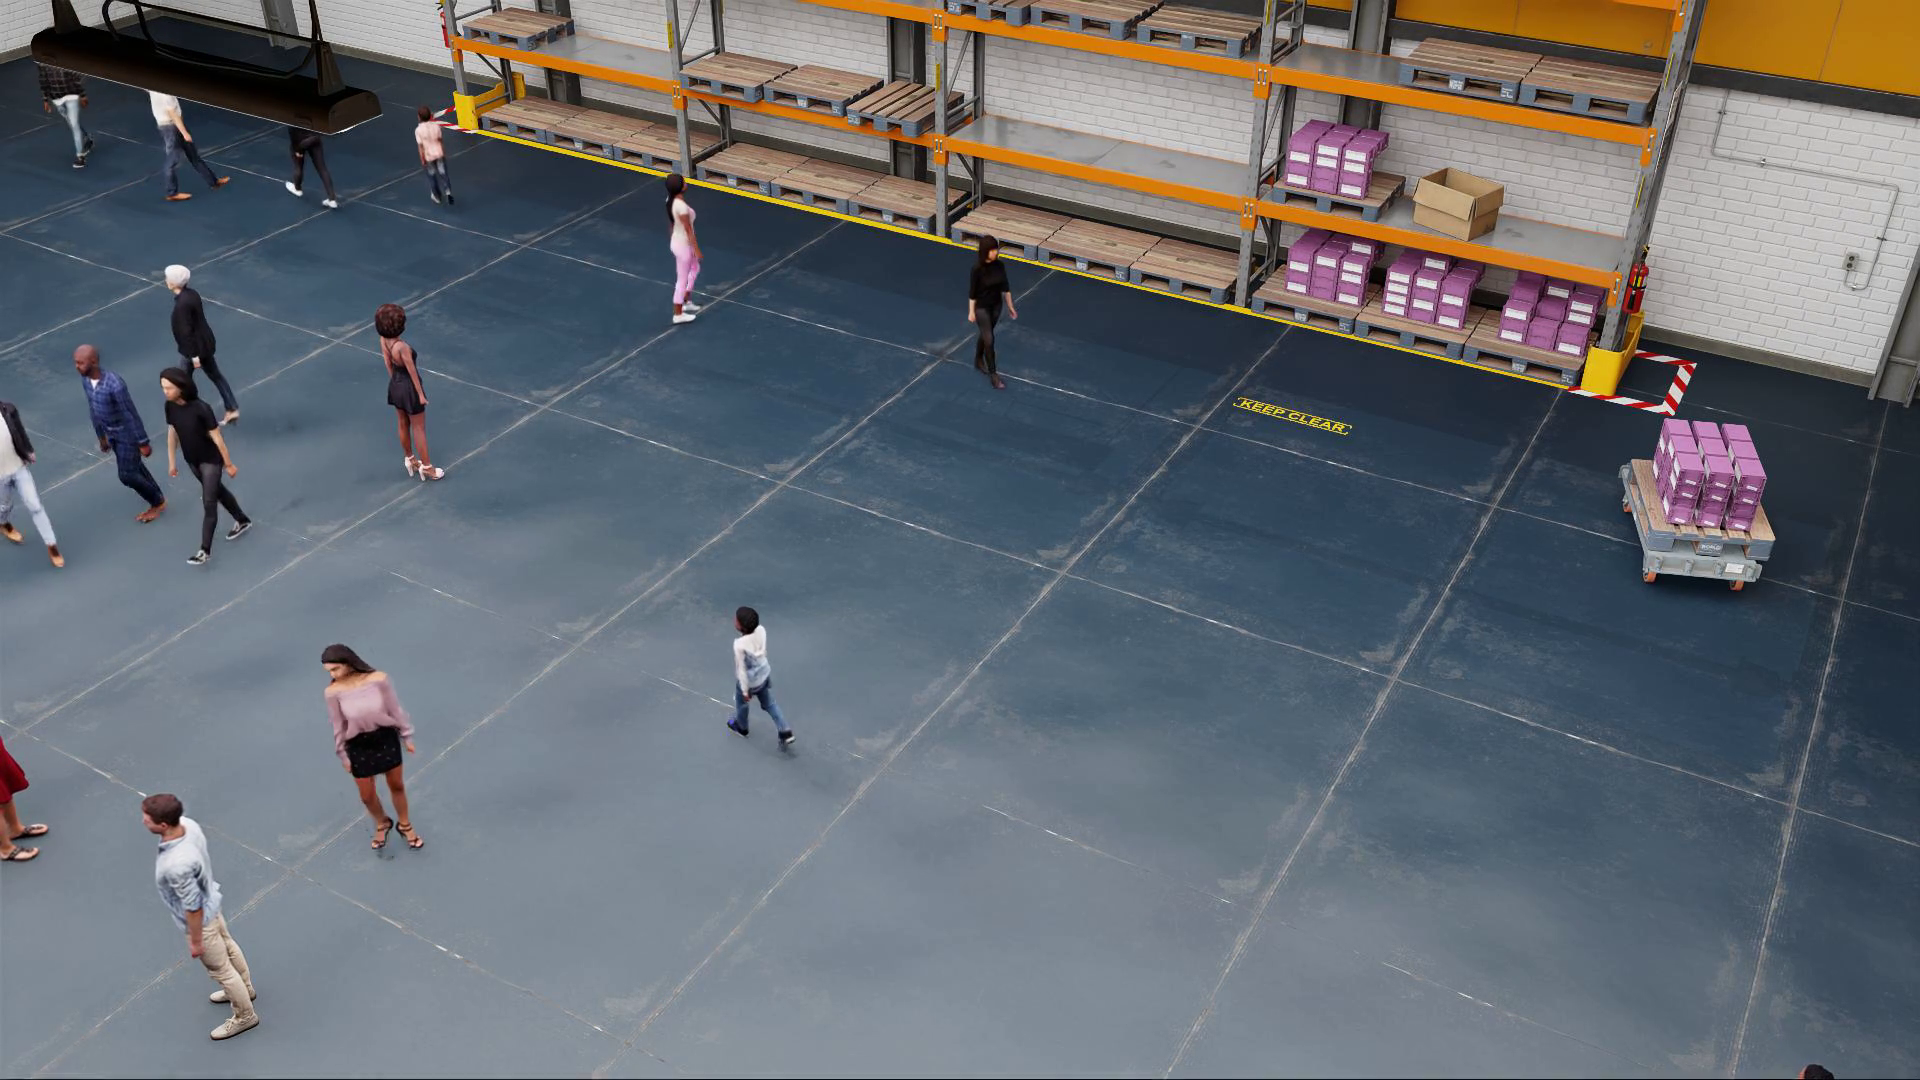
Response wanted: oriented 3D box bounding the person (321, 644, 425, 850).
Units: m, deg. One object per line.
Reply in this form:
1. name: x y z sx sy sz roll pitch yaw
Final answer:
1. person: -3.990 1.410 11.351 0.743 1.797 0.743 -23 40 -30

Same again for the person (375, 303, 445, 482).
1. person: -5.176 -1.373 15.546 0.511 1.789 0.651 23 40 31

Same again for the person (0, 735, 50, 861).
1. person: -6.680 1.529 11.394 0.744 1.551 0.684 -5 34 -8

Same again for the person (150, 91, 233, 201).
1. person: -10.218 -5.240 21.329 1.131 1.827 1.141 -14 36 -20

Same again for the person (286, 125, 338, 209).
1. person: -8.241 -5.001 21.137 1.168 1.642 0.745 24 41 32

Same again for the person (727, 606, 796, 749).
1. person: -1.498 1.035 12.414 0.890 1.245 0.595 27 42 34

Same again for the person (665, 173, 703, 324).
1. person: -3.138 -3.193 18.341 0.778 1.725 0.720 -15 36 -21

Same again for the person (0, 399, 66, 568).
1. person: -8.332 -0.641 14.429 1.222 1.807 0.856 24 41 32

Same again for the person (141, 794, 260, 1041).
1. person: -4.588 2.249 10.044 0.783 1.847 0.705 -11 35 -16

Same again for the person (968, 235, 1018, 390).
1. person: 0.237 -2.436 17.302 0.806 1.616 1.006 -24 41 -32

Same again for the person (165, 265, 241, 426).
1. person: -7.469 -1.873 16.384 0.977 1.767 0.971 0 34 -1

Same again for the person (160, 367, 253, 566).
1. person: -6.574 -0.752 14.603 1.038 1.799 0.820 13 36 19

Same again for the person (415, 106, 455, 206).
1. person: -6.725 -4.907 21.307 0.693 1.296 0.831 -21 39 -28

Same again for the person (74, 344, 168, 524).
1. person: -7.466 -0.991 14.961 0.567 1.800 0.726 18 38 25

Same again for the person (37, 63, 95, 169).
1. person: -12.105 -6.027 22.559 1.241 1.777 1.160 -2 34 -3
